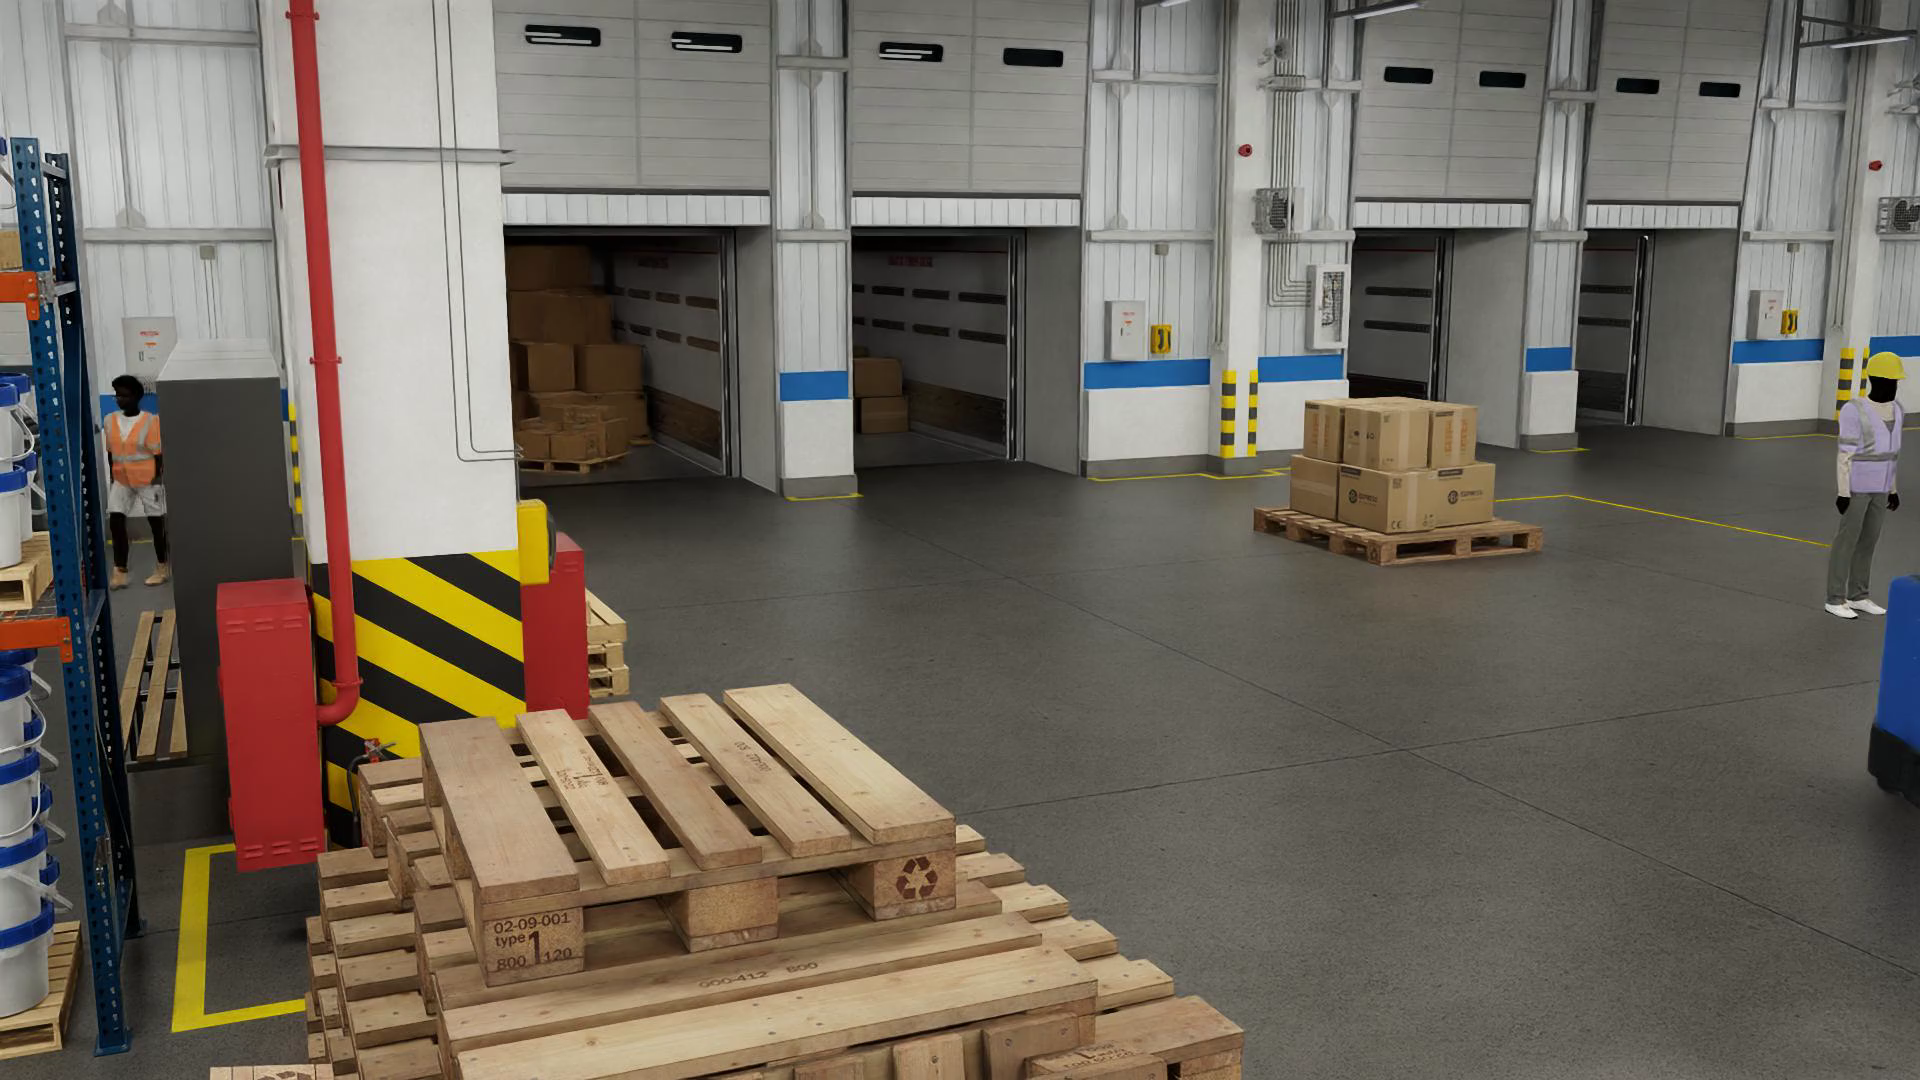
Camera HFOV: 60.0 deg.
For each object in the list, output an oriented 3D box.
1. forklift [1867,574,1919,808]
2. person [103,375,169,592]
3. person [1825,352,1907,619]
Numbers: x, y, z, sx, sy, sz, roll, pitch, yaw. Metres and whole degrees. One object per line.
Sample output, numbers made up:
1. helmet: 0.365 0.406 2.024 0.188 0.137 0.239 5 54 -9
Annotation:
1. forklift: 5.046 -0.008 7.229 1.129 2.768 1.873 0 10 1
2. person: -6.414 -0.427 12.842 0.558 1.668 0.709 1 10 8
3. person: 6.561 -0.393 11.982 0.592 1.925 0.385 -5 11 -24
